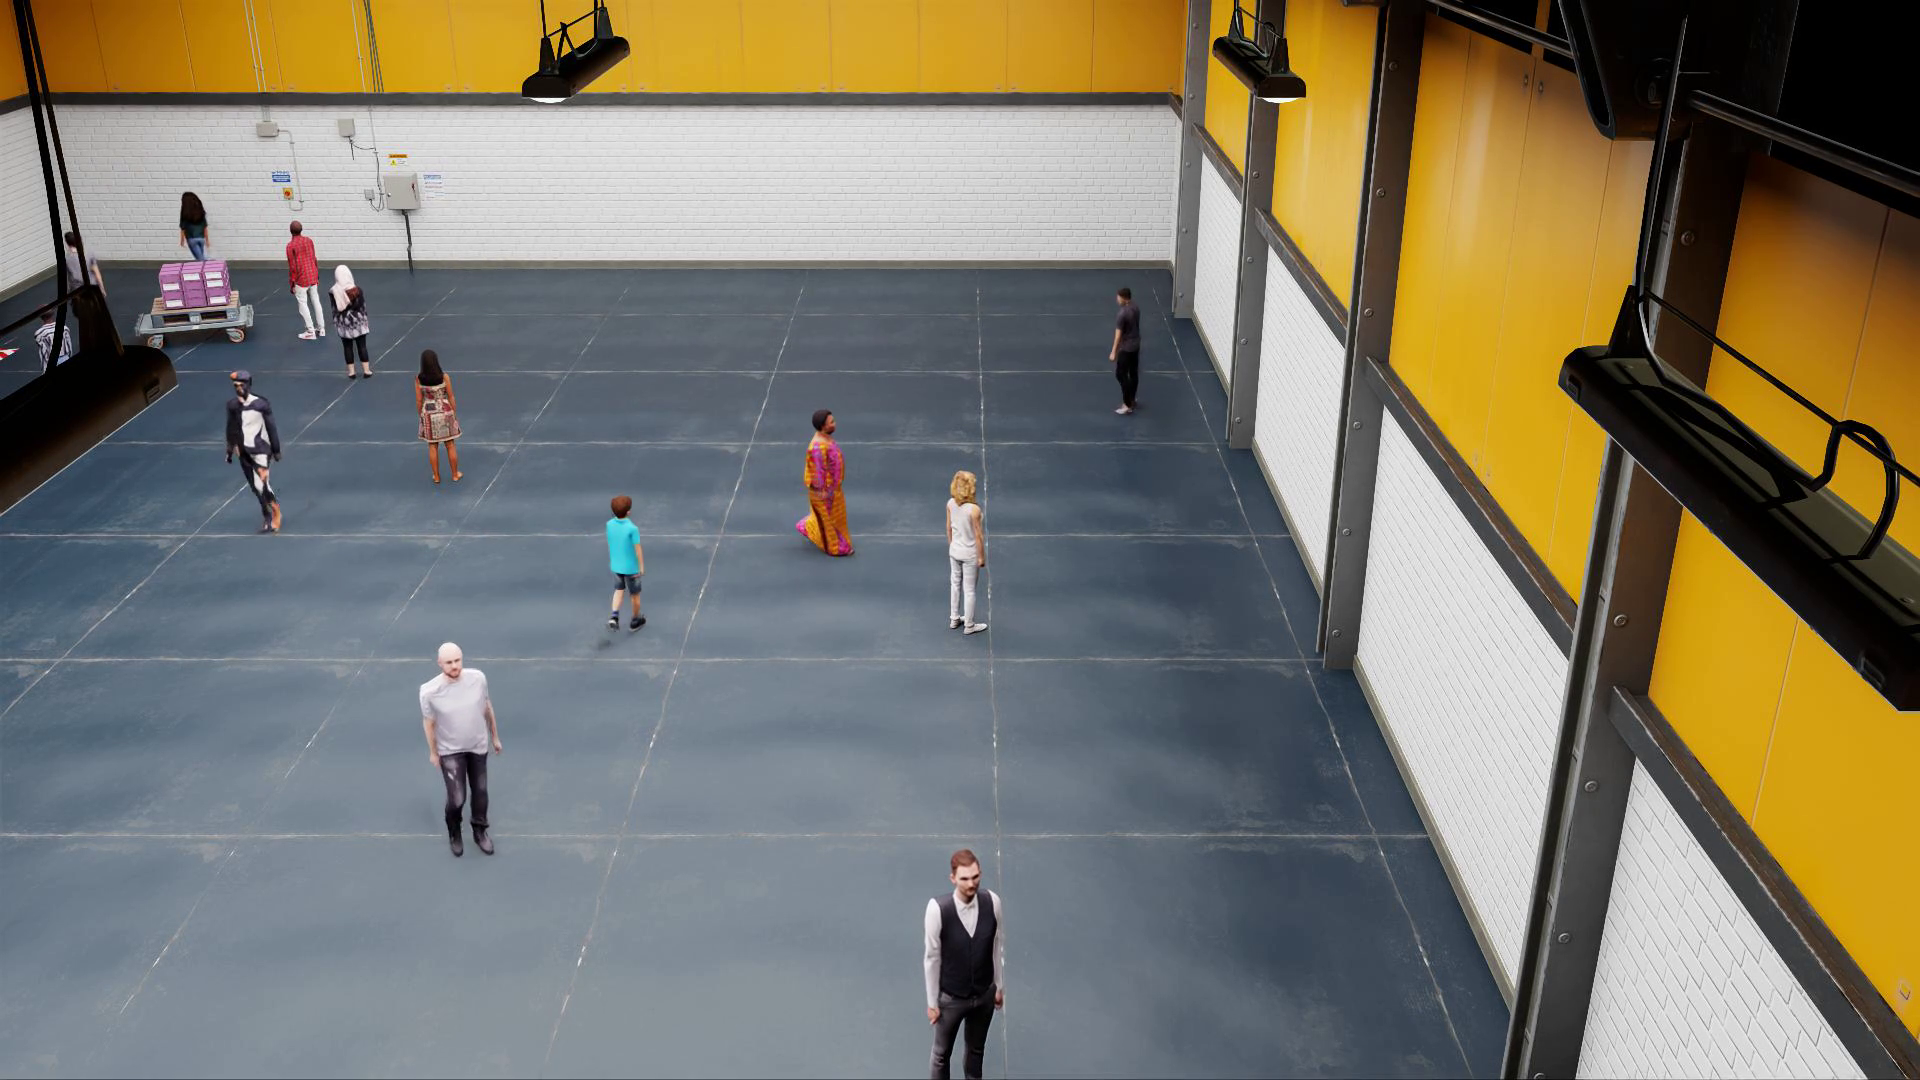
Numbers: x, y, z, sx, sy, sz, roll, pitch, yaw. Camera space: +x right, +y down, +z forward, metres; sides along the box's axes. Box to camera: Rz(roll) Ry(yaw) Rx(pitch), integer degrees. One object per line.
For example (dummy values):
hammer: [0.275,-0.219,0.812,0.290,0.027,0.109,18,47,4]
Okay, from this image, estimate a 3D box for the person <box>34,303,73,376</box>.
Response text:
person: [-11.524,-2.154,21.293,0.766,1.795,0.622,10,26,22]

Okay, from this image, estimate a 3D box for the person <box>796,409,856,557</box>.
person: [-1.486,-0.637,17.960,0.744,1.685,0.835,1,24,3]

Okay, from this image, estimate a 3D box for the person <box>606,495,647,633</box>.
person: [-3.306,0.256,16.225,0.660,1.438,0.766,8,25,19]

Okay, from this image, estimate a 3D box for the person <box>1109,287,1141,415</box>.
person: [2.295,-2.587,22.359,0.771,1.734,0.930,-20,31,-38]

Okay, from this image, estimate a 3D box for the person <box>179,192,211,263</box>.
person: [-12.936,-5.074,28.236,1.008,1.584,1.036,16,28,32]

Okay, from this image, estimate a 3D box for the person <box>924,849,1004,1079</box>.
person: [0.017,2.695,10.021,0.734,1.937,0.705,-9,25,-20]

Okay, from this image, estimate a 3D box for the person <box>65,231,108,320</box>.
person: [-12.916,-3.624,24.573,0.918,1.861,0.977,-16,28,-32]

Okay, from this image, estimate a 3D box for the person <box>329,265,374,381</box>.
person: [-8.670,-3.099,23.655,0.704,1.635,0.711,-7,25,-16]

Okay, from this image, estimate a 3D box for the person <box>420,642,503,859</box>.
person: [-3.836,1.559,12.768,0.810,1.820,0.849,-17,29,-33]

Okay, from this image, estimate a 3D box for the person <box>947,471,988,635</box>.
person: [0.039,0.107,16.275,0.683,1.671,0.738,21,31,39]

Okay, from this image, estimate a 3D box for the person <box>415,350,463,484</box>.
person: [-6.276,-1.489,19.961,0.697,1.644,0.611,-5,24,-12]

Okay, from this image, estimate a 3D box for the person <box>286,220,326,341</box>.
person: [-10.044,-4.003,25.491,0.812,1.820,0.710,15,28,30]

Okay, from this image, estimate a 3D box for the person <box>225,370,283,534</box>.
person: [-7.825,-1.004,18.558,0.747,1.878,0.716,5,24,10]
